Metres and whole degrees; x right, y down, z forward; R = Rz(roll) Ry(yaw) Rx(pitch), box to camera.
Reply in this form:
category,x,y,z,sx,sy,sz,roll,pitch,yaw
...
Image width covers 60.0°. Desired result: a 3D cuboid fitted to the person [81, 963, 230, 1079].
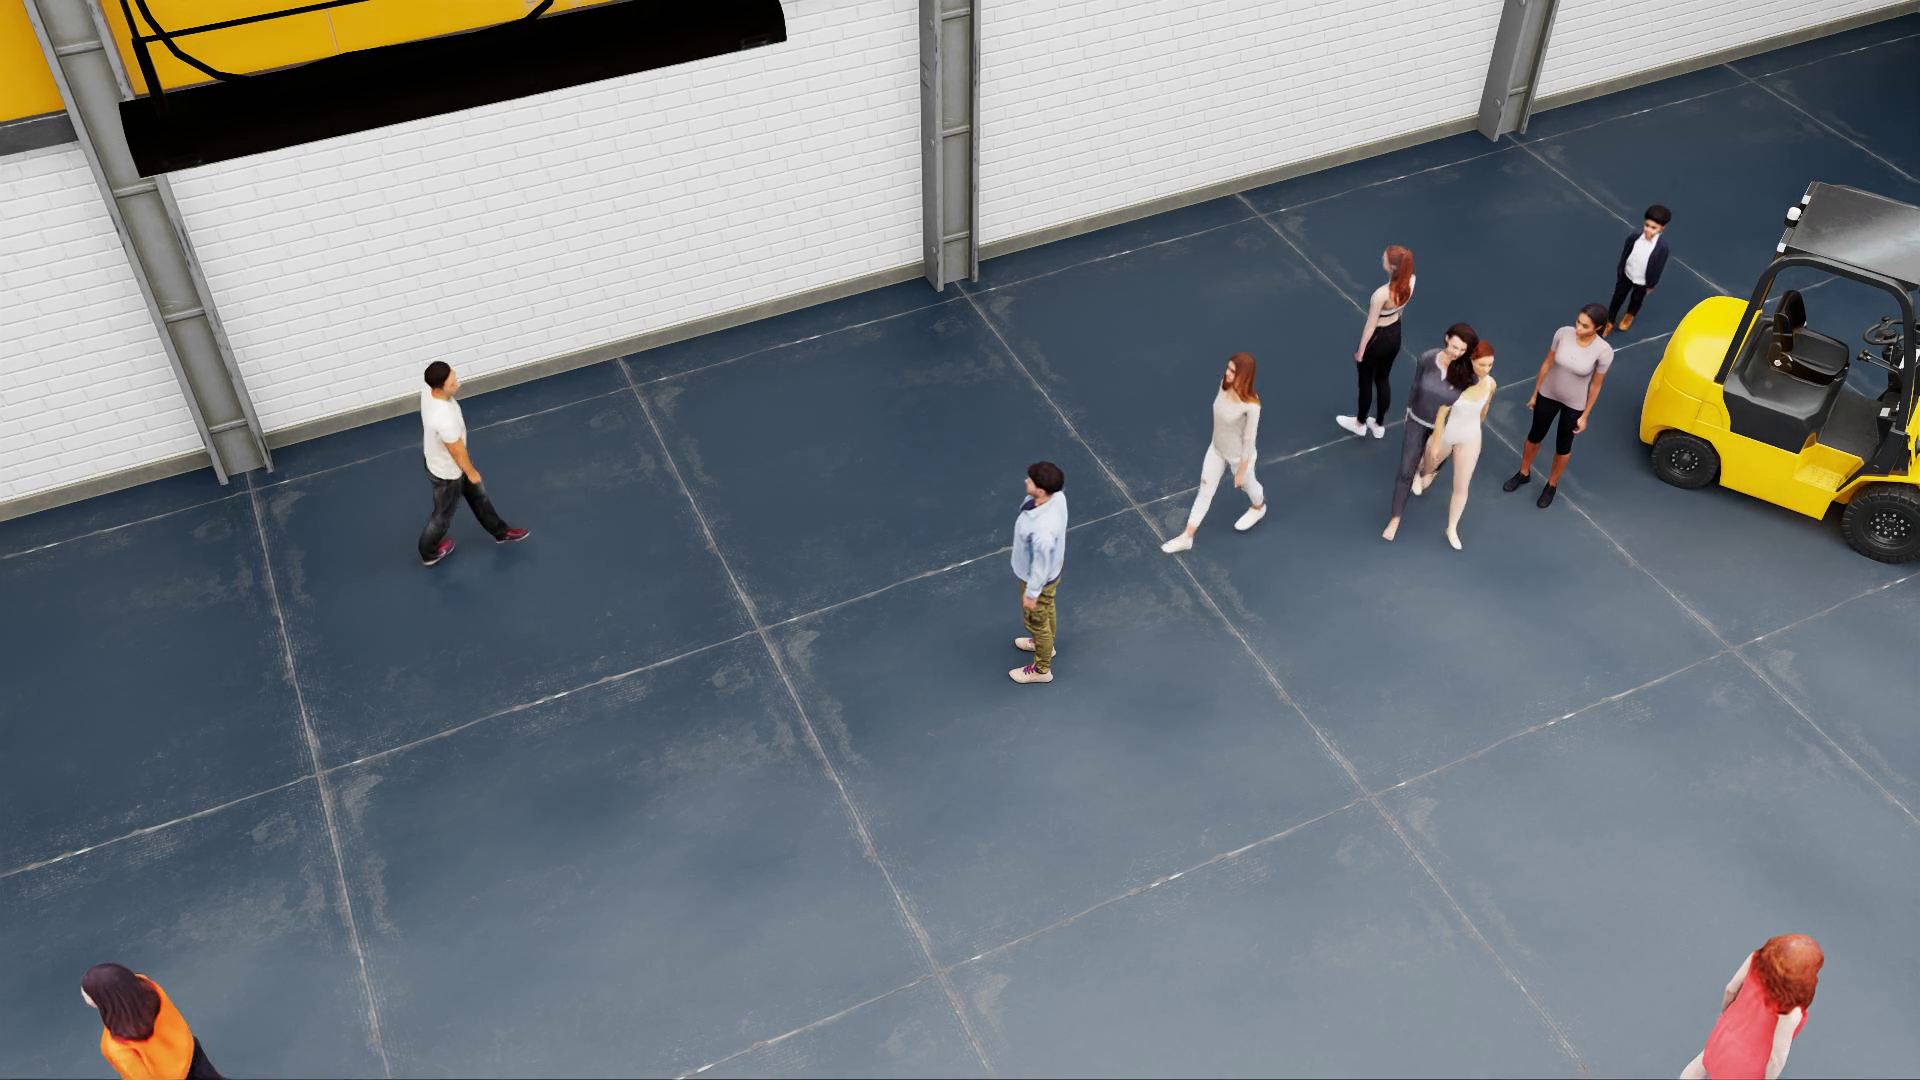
category,x,y,z,sx,sy,sz,roll,pitch,yaw
person,-3.840,2.600,8.250,1.077,1.722,0.874,0,44,0

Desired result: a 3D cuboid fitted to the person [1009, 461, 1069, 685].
category,x,y,z,sx,sy,sz,roll,pitch,yaw
person,0.523,0.202,10.702,0.778,1.811,0.756,8,44,9

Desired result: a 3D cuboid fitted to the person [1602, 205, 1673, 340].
category,x,y,z,sx,sy,sz,roll,pitch,yaw
person,5.616,-2.231,13.697,0.721,1.203,0.873,29,51,27

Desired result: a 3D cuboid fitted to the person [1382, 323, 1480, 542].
category,x,y,z,sx,sy,sz,roll,pitch,yaw
person,3.419,-0.879,11.895,1.061,1.731,1.191,20,47,20

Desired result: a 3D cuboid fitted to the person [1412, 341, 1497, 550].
category,x,y,z,sx,sy,sz,roll,pitch,yaw
person,3.498,-0.782,11.880,1.038,1.611,0.874,-2,44,-2

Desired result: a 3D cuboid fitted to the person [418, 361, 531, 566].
category,x,y,z,sx,sy,sz,roll,pitch,yaw
person,-3.627,-0.522,11.508,1.058,1.748,0.793,-18,47,-18

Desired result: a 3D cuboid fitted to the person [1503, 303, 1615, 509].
category,x,y,z,sx,sy,sz,roll,pitch,yaw
person,4.362,-1.007,12.019,0.684,1.745,0.671,31,52,28

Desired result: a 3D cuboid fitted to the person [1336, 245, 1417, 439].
category,x,y,z,sx,sy,sz,roll,pitch,yaw
person,3.186,-1.471,12.509,0.594,1.740,0.719,-23,48,-22

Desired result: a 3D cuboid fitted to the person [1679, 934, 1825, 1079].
category,x,y,z,sx,sy,sz,roll,pitch,yaw
person,3.881,2.518,8.260,0.602,1.828,0.649,-6,44,-6

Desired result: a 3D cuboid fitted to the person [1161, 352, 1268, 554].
category,x,y,z,sx,sy,sz,roll,pitch,yaw
person,1.987,-0.640,11.689,1.184,1.670,0.716,-23,48,-23
